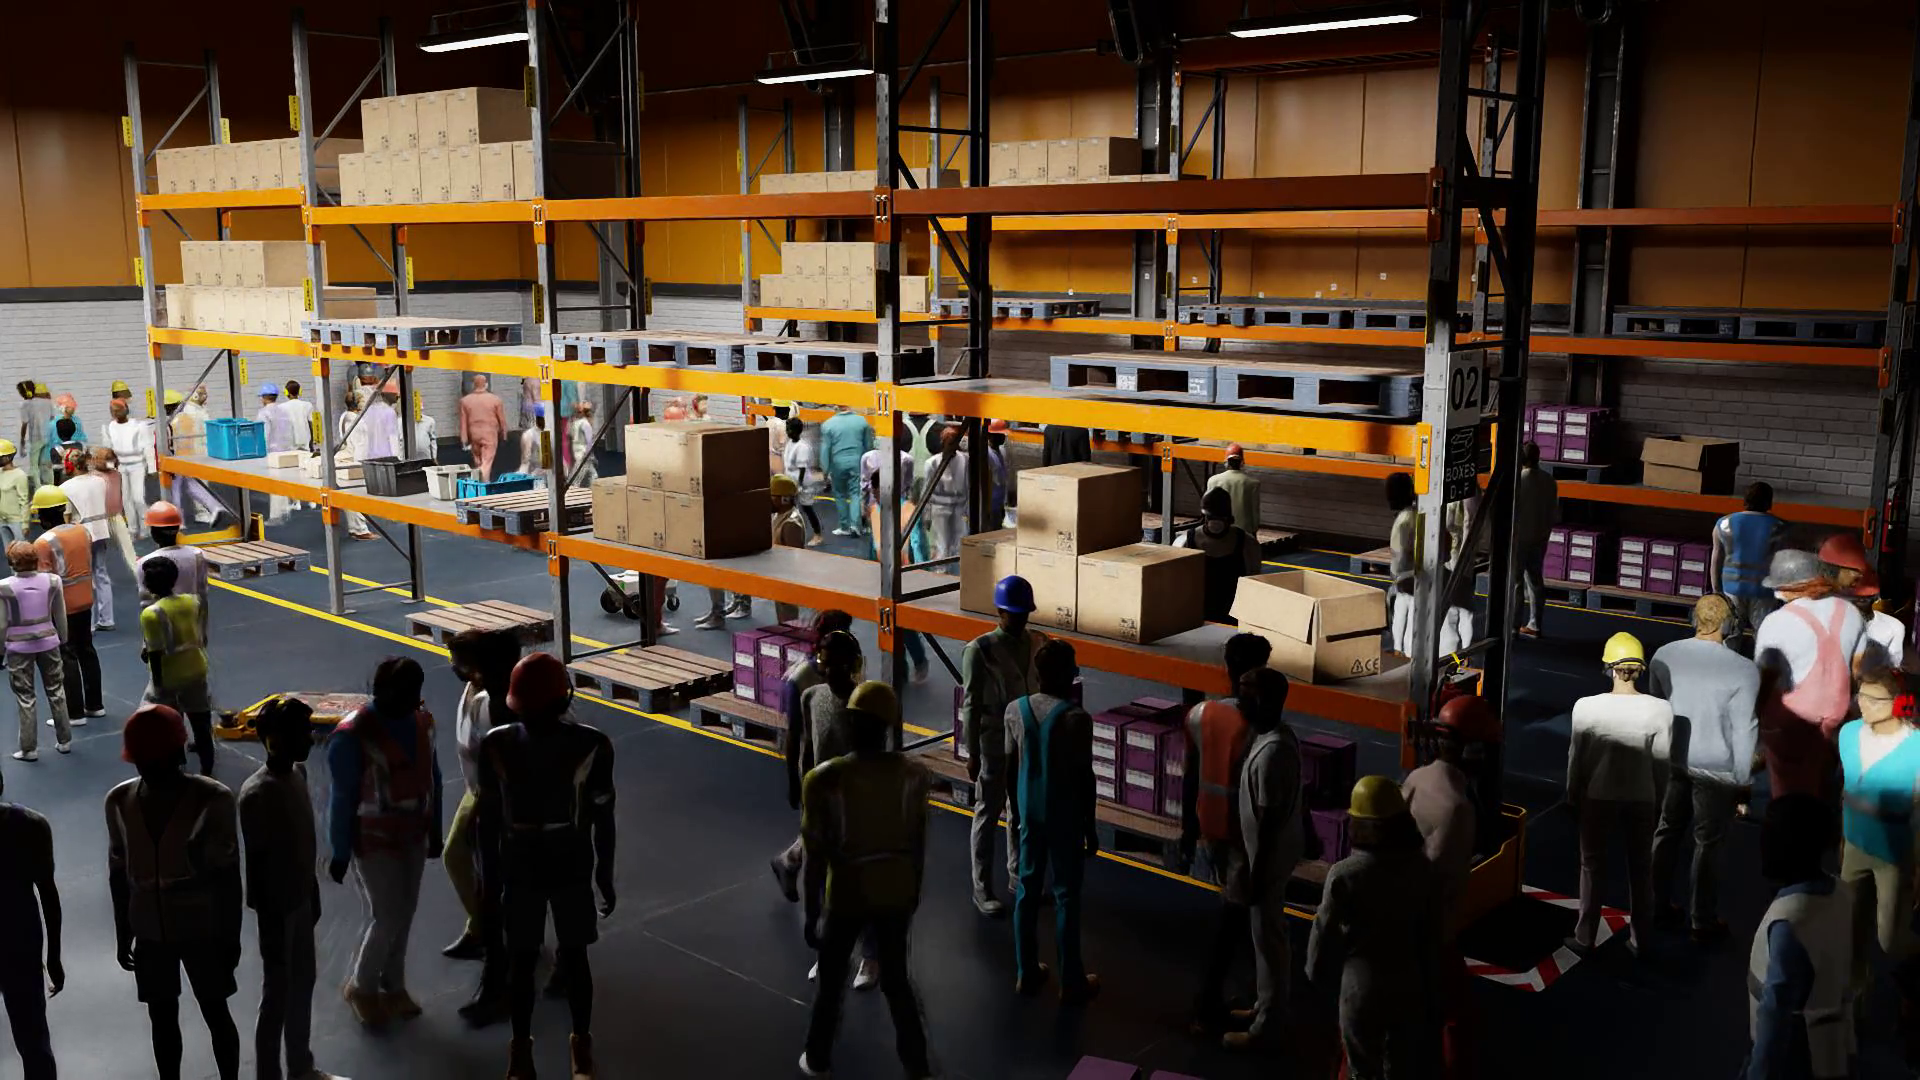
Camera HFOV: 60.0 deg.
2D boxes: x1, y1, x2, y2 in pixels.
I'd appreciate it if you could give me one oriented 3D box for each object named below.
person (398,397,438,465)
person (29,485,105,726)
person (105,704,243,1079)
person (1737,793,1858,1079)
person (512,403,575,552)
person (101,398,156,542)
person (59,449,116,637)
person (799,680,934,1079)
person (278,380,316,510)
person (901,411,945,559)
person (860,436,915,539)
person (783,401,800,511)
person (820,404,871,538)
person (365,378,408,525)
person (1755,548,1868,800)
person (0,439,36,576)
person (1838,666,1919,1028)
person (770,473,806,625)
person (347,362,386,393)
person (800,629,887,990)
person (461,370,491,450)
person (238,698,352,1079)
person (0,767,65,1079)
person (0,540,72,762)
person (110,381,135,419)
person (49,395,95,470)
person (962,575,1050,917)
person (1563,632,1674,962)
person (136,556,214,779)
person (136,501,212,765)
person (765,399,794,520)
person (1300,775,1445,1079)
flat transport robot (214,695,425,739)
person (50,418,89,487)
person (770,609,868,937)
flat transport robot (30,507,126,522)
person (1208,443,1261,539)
[{"bbox_3d":[-7.512,-1.155,23.030,0.561,1.752,0.327,-7,12,-33],"label":"person"},{"bbox_3d":[-7.073,0.516,13.134,0.394,1.919,0.582,2,10,10],"label":"person"},{"bbox_3d":[-3.262,1.609,6.919,0.545,1.929,0.390,0,10,0],"label":"person"},{"bbox_3d":[2.990,1.820,5.856,0.887,1.890,0.600,7,12,36],"label":"person"},{"bbox_3d":[-5.102,-0.740,20.354,1.049,1.882,0.618,3,10,17],"label":"person"},{"bbox_3d":[-10.599,-0.888,21.214,0.614,1.863,0.446,0,10,-2],"label":"person"},{"bbox_3d":[-8.460,0.029,16.109,0.390,1.837,0.561,3,10,14],"label":"person"},{"bbox_3d":[-0.394,1.571,7.296,0.603,1.870,0.733,-3,10,-16],"label":"person"},{"bbox_3d":[-9.528,-1.360,23.888,0.513,1.864,0.331,-8,13,-38],"label":"person"},{"bbox_3d":[-0.492,-0.792,20.170,0.721,2.000,0.535,-1,10,-4],"label":"person"},{"bbox_3d":[-0.779,-0.326,17.858,0.587,1.927,0.369,0,10,-2],"label":"person"},{"bbox_3d":[-2.439,-1.336,23.569,0.367,1.927,0.590,-1,10,-6],"label":"person"},{"bbox_3d":[-1.460,-0.953,21.536,0.742,1.878,0.582,-4,11,-23],"label":"person"},{"bbox_3d":[-7.743,-1.167,22.342,0.692,2.019,0.612,-6,11,-29],"label":"person"},{"bbox_3d":[5.070,0.968,10.217,0.725,2.000,0.760,-2,10,-11],"label":"person"},{"bbox_3d":[-10.043,-0.196,17.608,0.524,1.761,0.339,5,11,27],"label":"person"},{"bbox_3d":[4.462,1.482,7.897,0.631,1.833,0.596,-3,10,-15],"label":"person"},{"bbox_3d":[-1.529,0.333,14.389,0.404,1.836,0.590,-3,10,-15],"label":"person"},{"bbox_3d":[-10.571,-2.462,29.611,0.688,2.000,0.536,-8,13,-37],"label":"person"},{"bbox_3d":[-0.592,1.362,8.510,0.508,1.862,0.327,4,11,21],"label":"person"},{"bbox_3d":[-8.960,-2.584,30.685,0.651,1.906,0.403,6,12,30],"label":"person"},{"bbox_3d":[-2.907,1.592,7.214,0.331,1.860,0.511,1,10,4],"label":"person"},{"bbox_3d":[-3.888,1.691,6.681,0.517,1.844,0.329,-3,10,-15],"label":"person"},{"bbox_3d":[-6.830,0.810,12.244,0.308,1.639,0.524,8,13,38],"label":"person"},{"bbox_3d":[-12.789,-1.575,25.466,0.484,1.737,0.322,9,13,40],"label":"person"},{"bbox_3d":[-12.510,-1.195,23.397,0.887,1.702,0.570,0,10,3],"label":"person"},{"bbox_3d":[0.288,1.150,9.447,0.616,1.945,0.399,-7,12,-35],"label":"person"},{"bbox_3d":[3.480,1.358,8.824,0.521,1.758,0.349,1,10,5],"label":"person"},{"bbox_3d":[-5.438,0.937,11.428,0.610,1.680,0.550,3,11,17],"label":"person"},{"bbox_3d":[-5.749,0.676,12.161,0.354,1.939,0.544,5,11,27],"label":"person"},{"bbox_3d":[-2.279,-0.918,21.203,0.366,1.926,0.594,-5,11,-28],"label":"person"},{"bbox_3d":[1.652,1.773,6.592,0.512,1.713,0.566,-3,10,-14],"label":"person"},{"bbox_3d":[-4.953,1.372,12.938,1.431,0.197,0.652,1,10,5],"label":"flat transport robot"},{"bbox_3d":[-10.816,-0.632,20.239,0.318,1.697,0.534,3,11,18],"label":"person"},{"bbox_3d":[-0.785,1.250,9.267,0.756,1.819,0.582,7,12,35],"label":"person"},{"bbox_3d":[-12.082,-0.353,22.688,1.431,0.197,0.652,3,10,14],"label":"flat transport robot"},{"bbox_3d":[2.842,-0.137,17.318,0.560,1.741,0.364,1,10,7],"label":"person"}]
